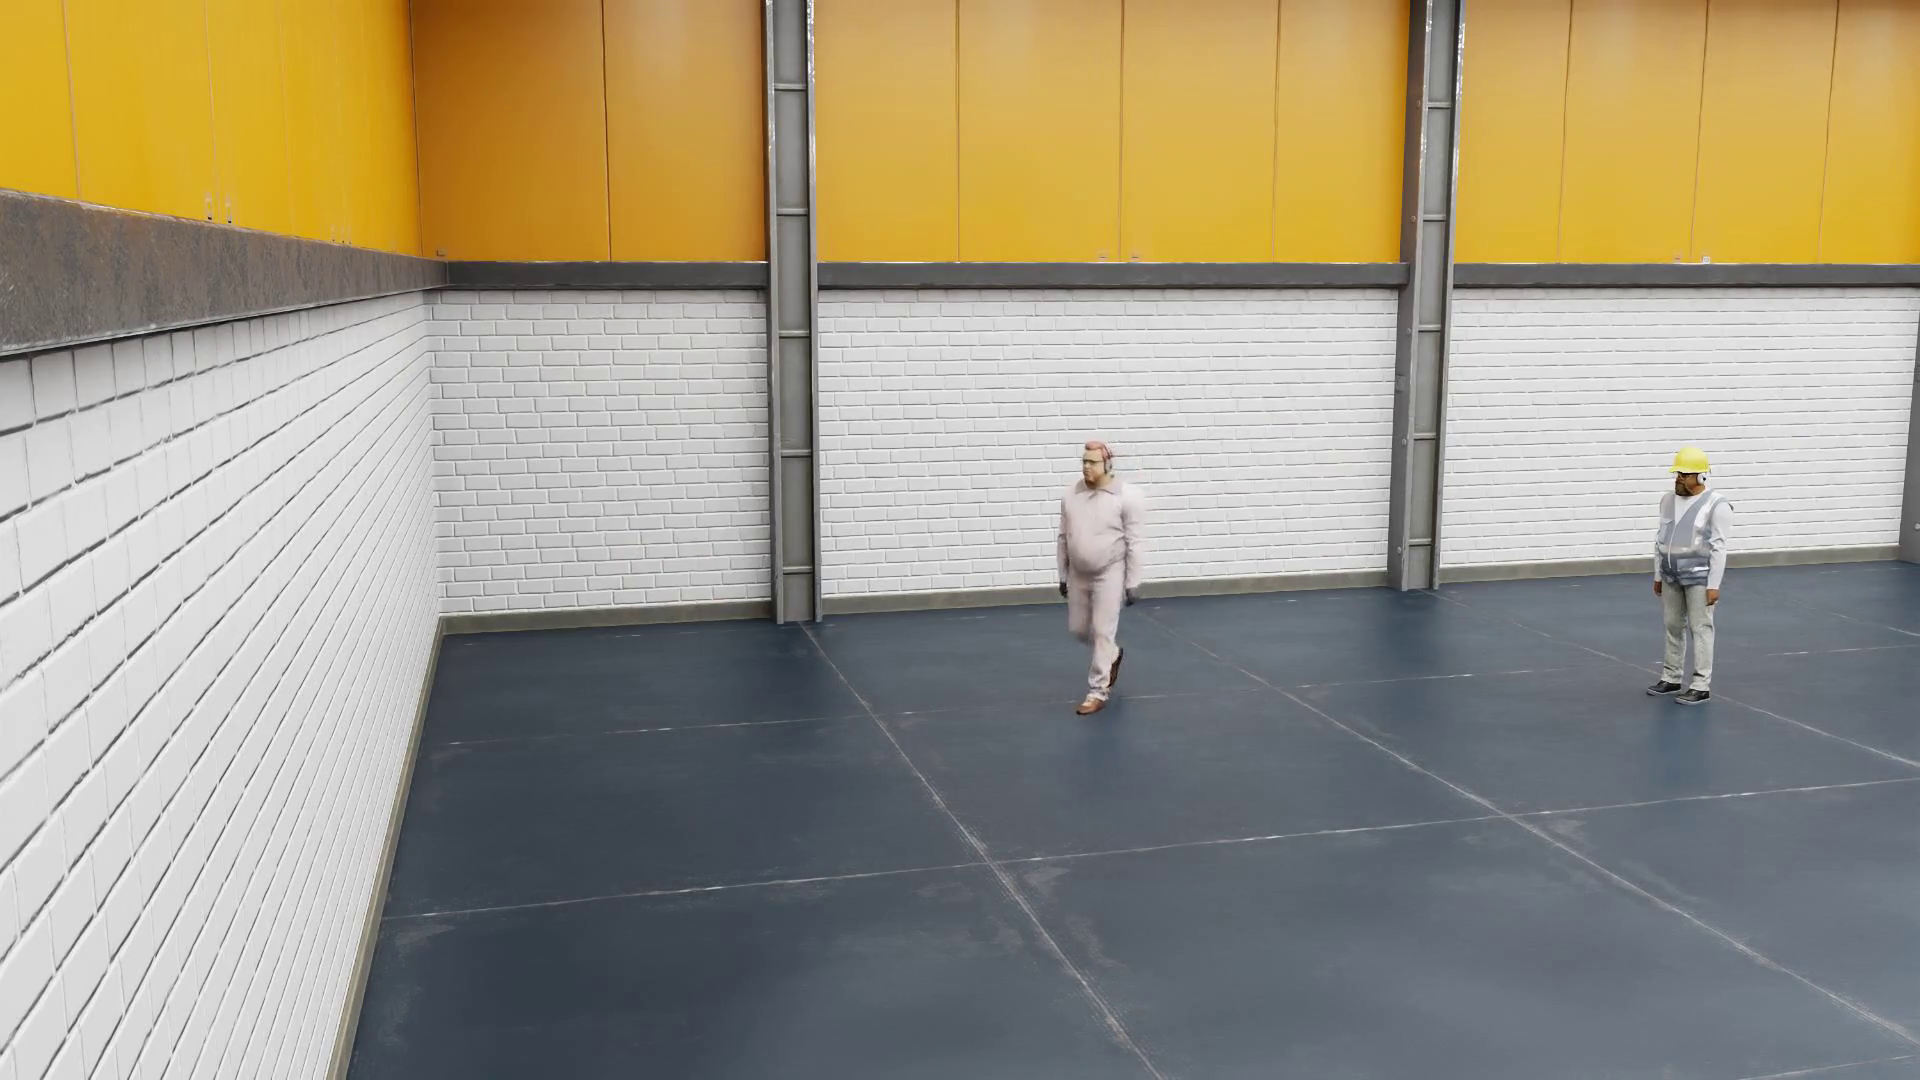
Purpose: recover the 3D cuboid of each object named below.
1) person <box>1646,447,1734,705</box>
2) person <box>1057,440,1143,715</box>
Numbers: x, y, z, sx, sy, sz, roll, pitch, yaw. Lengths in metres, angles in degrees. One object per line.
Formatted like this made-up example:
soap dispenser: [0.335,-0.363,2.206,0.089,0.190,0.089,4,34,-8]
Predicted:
person: [5.141,0.249,11.764,0.404,1.824,0.586,-4,10,-25]
person: [0.998,0.232,11.639,0.642,1.893,0.721,6,11,34]
